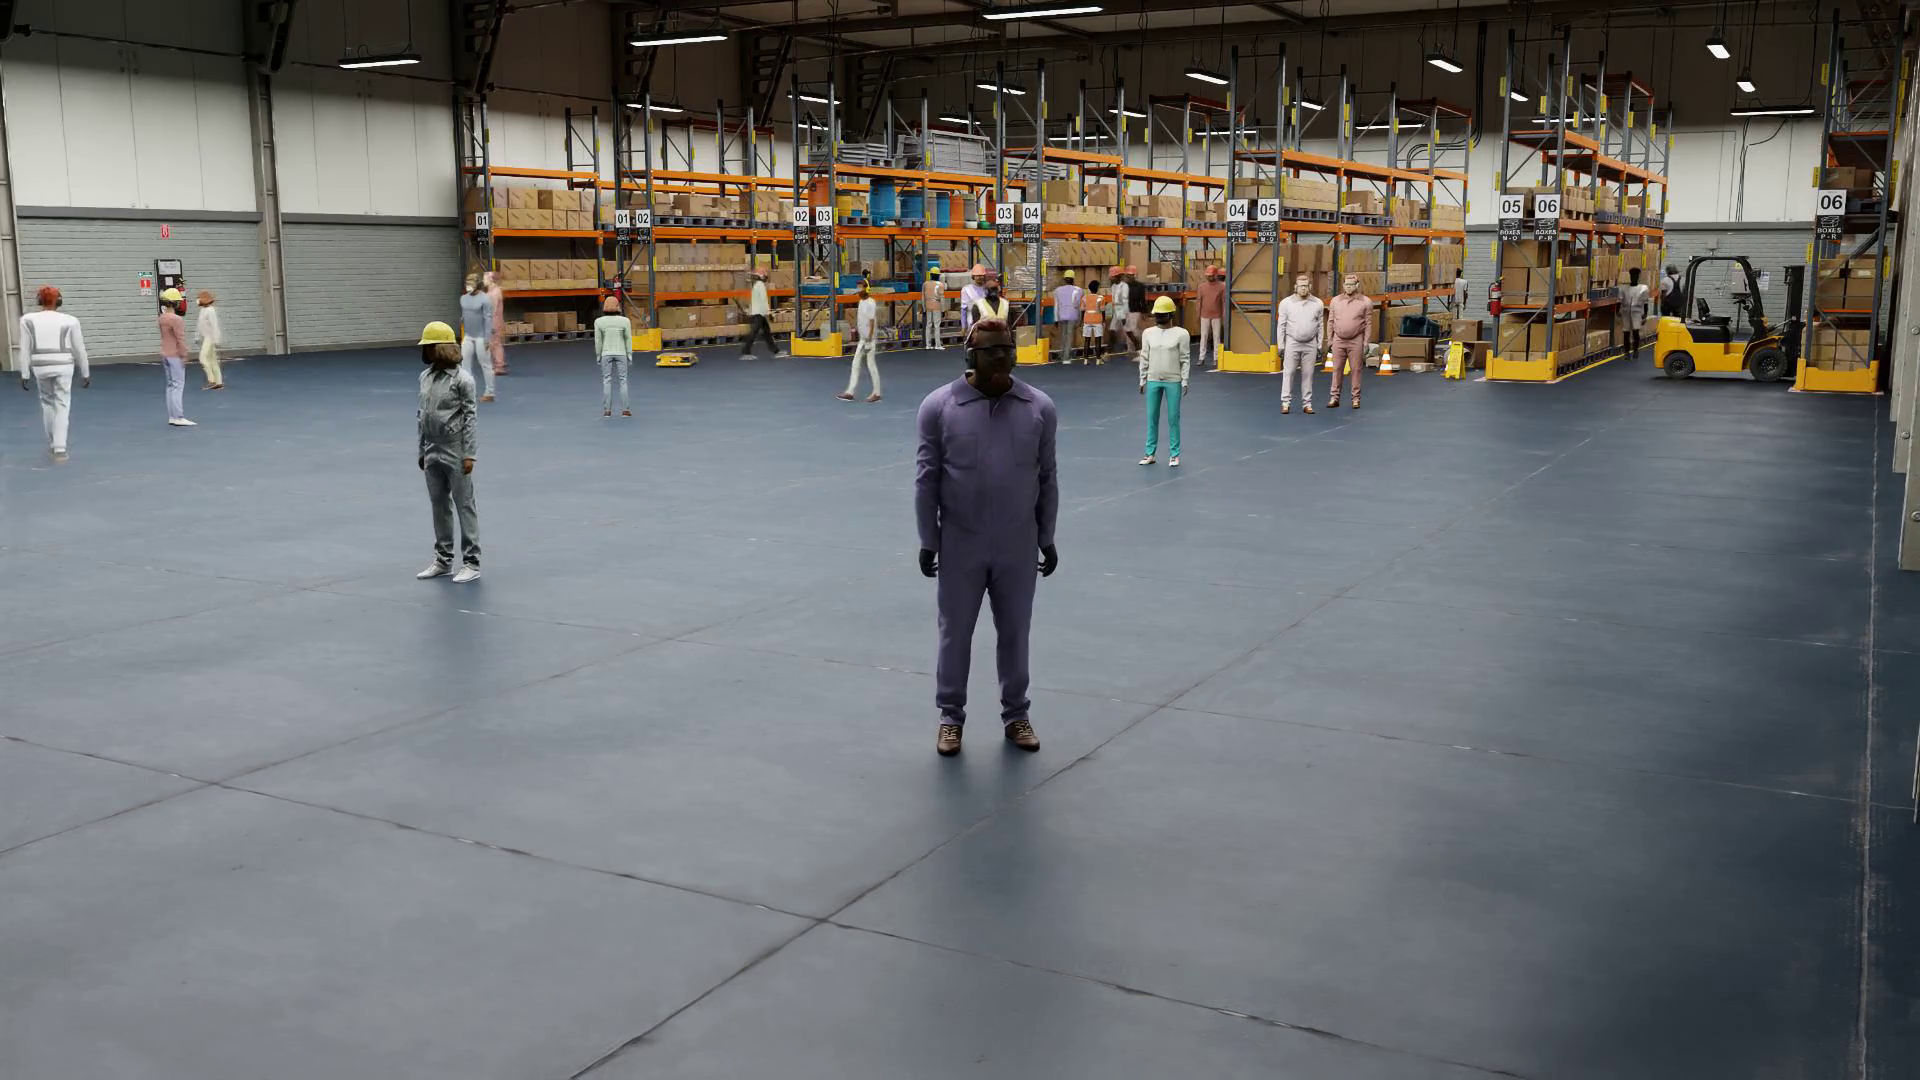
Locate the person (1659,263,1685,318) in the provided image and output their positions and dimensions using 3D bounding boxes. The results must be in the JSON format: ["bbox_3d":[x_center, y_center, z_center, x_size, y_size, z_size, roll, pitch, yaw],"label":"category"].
[{"bbox_3d":[18.543,-6.209,43.194,0.719,2.000,0.822,-1,10,-6],"label":"person"}]

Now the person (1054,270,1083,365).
[{"bbox_3d":[2.243,-4.498,33.632,0.606,1.888,0.901,4,11,25],"label":"person"}]

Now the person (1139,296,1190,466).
[{"bbox_3d":[2.111,-1.639,17.251,0.533,1.762,0.326,4,11,23],"label":"person"}]

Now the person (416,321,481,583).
[{"bbox_3d":[-3.447,-0.585,11.134,0.493,1.743,0.295,5,11,28],"label":"person"}]

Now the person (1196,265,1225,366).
[{"bbox_3d":[5.001,-4.455,33.080,0.612,1.986,0.401,3,10,18],"label":"person"}]

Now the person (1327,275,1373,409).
[{"bbox_3d":[5.565,-2.836,23.840,0.639,1.908,0.409,4,11,24],"label":"person"}]

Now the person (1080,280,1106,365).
[{"bbox_3d":[2.667,-4.331,33.204,0.541,1.696,0.315,4,11,24],"label":"person"}]

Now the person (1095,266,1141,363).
[{"bbox_3d":[3.308,-4.593,33.963,1.075,1.975,0.655,-5,11,-27],"label":"person"}]

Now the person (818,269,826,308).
[{"bbox_3d":[-3.882,-6.946,47.931,0.576,1.899,0.877,5,11,29],"label":"person"}]

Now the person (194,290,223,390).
[{"bbox_3d":[-12.328,-3.259,27.164,0.499,1.615,0.505,-7,12,-35],"label":"person"}]

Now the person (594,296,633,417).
[{"bbox_3d":[-4.685,-2.479,22.536,0.499,1.636,0.286,-1,10,-6],"label":"person"}]

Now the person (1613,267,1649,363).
[{"bbox_3d":[13.671,-4.573,33.912,0.611,1.939,0.755,6,11,30],"label":"person"}]

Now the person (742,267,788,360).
[{"bbox_3d":[-4.140,-4.756,34.970,1.038,1.938,0.611,-3,10,-15],"label":"person"}]

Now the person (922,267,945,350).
[{"bbox_3d":[-0.600,-5.367,38.603,0.594,1.922,0.375,6,11,31],"label":"person"}]

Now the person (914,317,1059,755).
[{"bbox_3d":[0.125,-0.013,7.292,0.648,1.913,0.409,-2,10,-10],"label":"person"}]

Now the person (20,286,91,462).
[{"bbox_3d":[-9.690,-1.793,17.872,0.615,1.851,0.873,-3,10,-16],"label":"person"}]

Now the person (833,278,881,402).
[{"bbox_3d":[-1.490,-2.946,24.655,0.768,1.841,0.562,-6,11,-30],"label":"person"}]

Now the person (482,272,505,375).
[{"bbox_3d":[-8.577,-3.939,30.330,0.540,1.887,0.679,-3,10,-17],"label":"person"}]

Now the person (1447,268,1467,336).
[{"bbox_3d":[13.294,-6.337,44.482,0.510,1.860,0.333,2,10,11],"label":"person"}]

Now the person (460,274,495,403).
[{"bbox_3d":[-7.184,-2.950,24.489,0.657,1.907,0.825,5,11,27],"label":"person"}]

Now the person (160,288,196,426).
[{"bbox_3d":[-10.079,-2.345,21.387,0.526,1.768,0.333,9,13,43],"label":"person"}]

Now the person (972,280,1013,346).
[{"bbox_3d":[0.463,-2.987,24.948,0.631,1.828,0.666,-4,10,-22],"label":"person"}]

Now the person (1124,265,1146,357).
[{"bbox_3d":[3.628,-4.902,35.750,0.620,1.971,0.695,6,11,31],"label":"person"}]

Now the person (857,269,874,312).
[{"bbox_3d":[-2.289,-5.687,40.656,0.518,1.865,0.329,4,11,24],"label":"person"}]

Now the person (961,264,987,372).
[{"bbox_3d":[0.326,-3.723,28.634,0.615,2.040,0.391,-2,10,-10],"label":"person"}]

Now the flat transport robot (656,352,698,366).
[{"bbox_3d":[-5.630,-3.603,33.104,0.652,0.197,1.431,0,10,-2],"label":"flat transport robot"}]

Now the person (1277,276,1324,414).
[{"bbox_3d":[4.706,-2.685,22.956,0.651,1.906,0.403,0,10,-1],"label":"person"}]

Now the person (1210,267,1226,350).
[{"bbox_3d":[5.917,-5.228,37.804,0.559,1.918,0.504,5,11,25],"label":"person"}]
